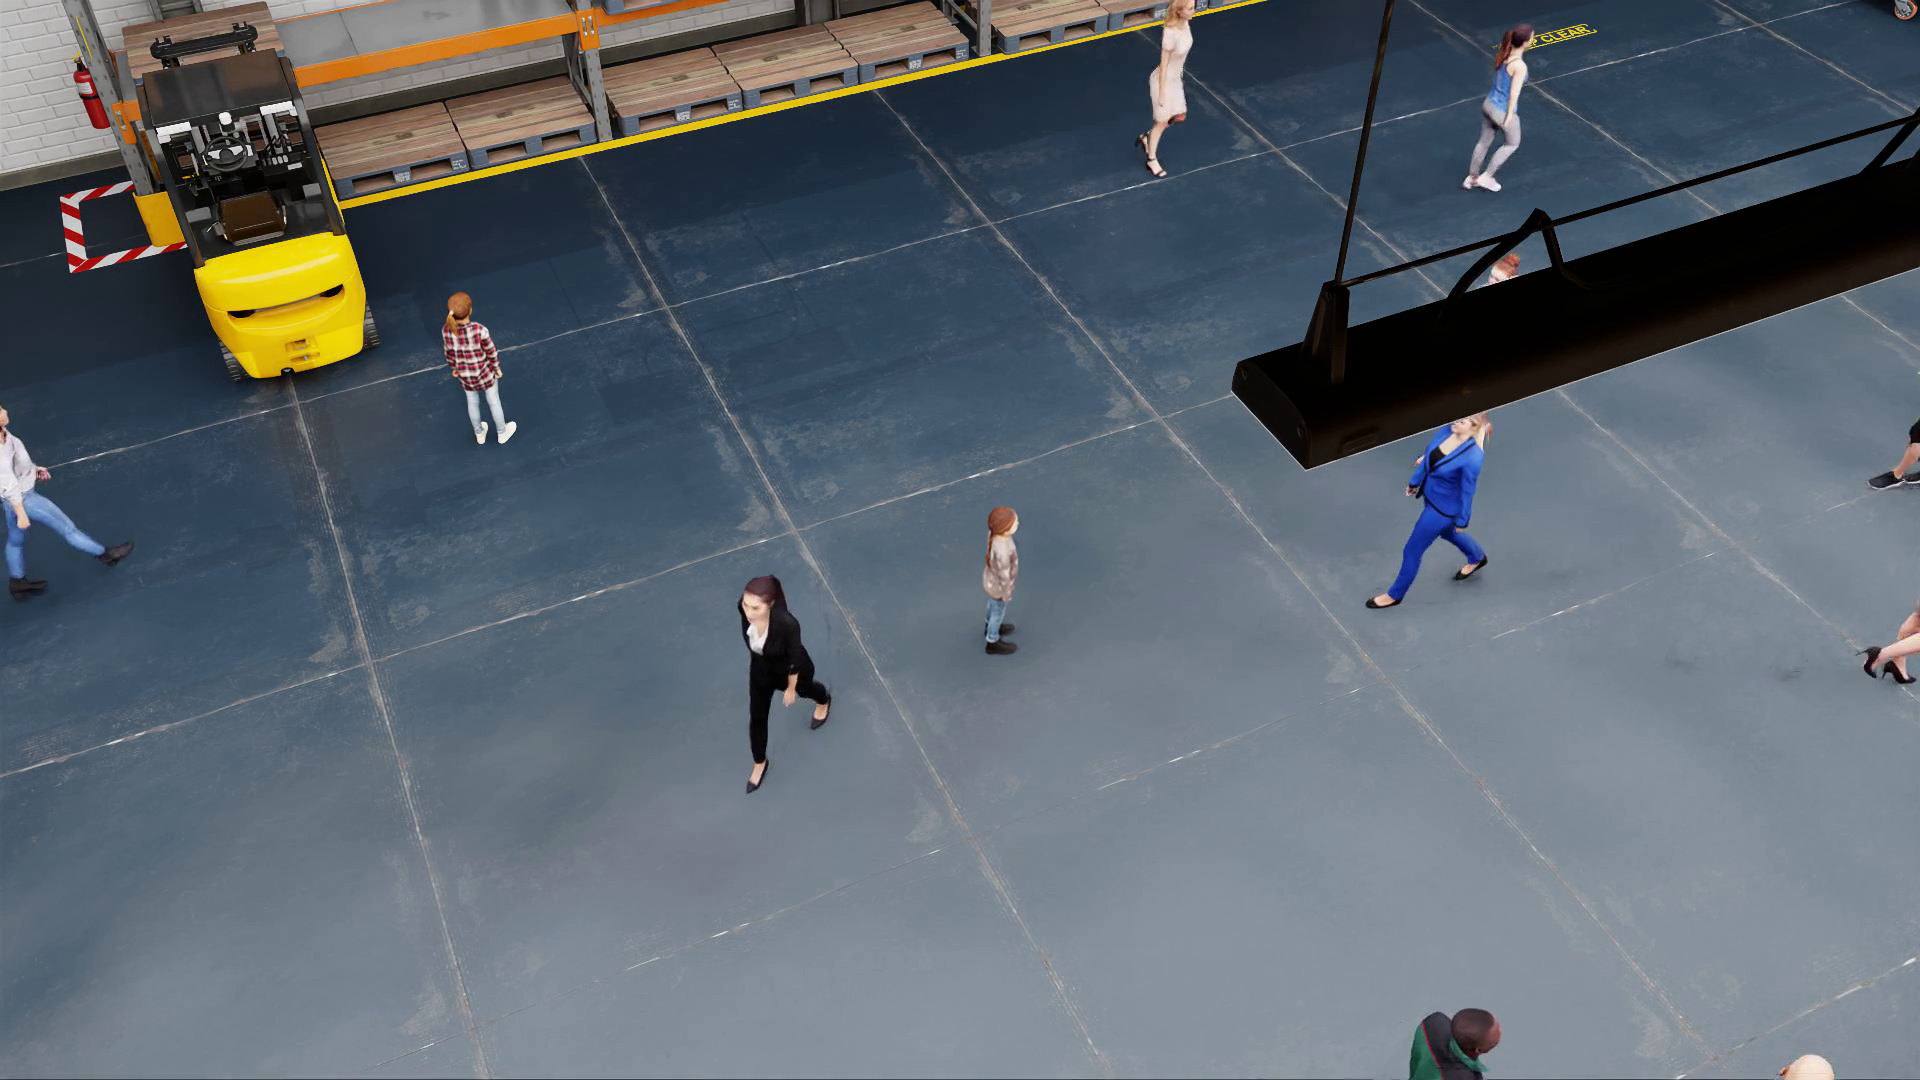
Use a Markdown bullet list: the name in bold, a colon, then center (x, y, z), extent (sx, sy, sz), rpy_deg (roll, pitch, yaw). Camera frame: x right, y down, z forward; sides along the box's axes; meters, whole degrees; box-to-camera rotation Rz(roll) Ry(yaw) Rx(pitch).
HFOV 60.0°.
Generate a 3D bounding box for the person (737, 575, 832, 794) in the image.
- **person**: center (-1.020, 0.730, 9.901), extent (1.007, 1.607, 1.137), rpy_deg (21, 48, 21)

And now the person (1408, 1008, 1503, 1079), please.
- **person**: center (2.116, 2.713, 7.658), extent (0.956, 1.830, 0.839), rpy_deg (-5, 44, -5)

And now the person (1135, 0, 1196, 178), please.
- **person**: center (1.759, -4.075, 14.797), extent (0.816, 1.812, 0.791), rpy_deg (25, 49, 24)

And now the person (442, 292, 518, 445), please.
- **person**: center (-3.561, -1.257, 12.206), extent (0.569, 1.305, 0.669), rpy_deg (2, 44, 2)

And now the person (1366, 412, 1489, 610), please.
- **person**: center (3.237, -0.252, 10.893), extent (1.204, 1.662, 0.815), rpy_deg (-7, 44, -7)

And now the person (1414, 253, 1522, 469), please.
- **person**: center (3.816, -1.308, 11.926), extent (0.979, 1.765, 0.626), rpy_deg (-21, 47, -21)

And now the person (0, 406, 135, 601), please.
- **person**: center (-6.256, -0.235, 10.931), extent (1.107, 1.583, 0.797), rpy_deg (-31, 51, -28)

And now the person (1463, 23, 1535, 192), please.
- **person**: center (4.695, -3.775, 14.637), extent (0.601, 1.597, 0.595), rpy_deg (-14, 45, -14)

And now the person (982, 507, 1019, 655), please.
- **person**: center (0.248, 0.248, 10.708), extent (0.528, 1.192, 0.526), rpy_deg (-4, 44, -4)
